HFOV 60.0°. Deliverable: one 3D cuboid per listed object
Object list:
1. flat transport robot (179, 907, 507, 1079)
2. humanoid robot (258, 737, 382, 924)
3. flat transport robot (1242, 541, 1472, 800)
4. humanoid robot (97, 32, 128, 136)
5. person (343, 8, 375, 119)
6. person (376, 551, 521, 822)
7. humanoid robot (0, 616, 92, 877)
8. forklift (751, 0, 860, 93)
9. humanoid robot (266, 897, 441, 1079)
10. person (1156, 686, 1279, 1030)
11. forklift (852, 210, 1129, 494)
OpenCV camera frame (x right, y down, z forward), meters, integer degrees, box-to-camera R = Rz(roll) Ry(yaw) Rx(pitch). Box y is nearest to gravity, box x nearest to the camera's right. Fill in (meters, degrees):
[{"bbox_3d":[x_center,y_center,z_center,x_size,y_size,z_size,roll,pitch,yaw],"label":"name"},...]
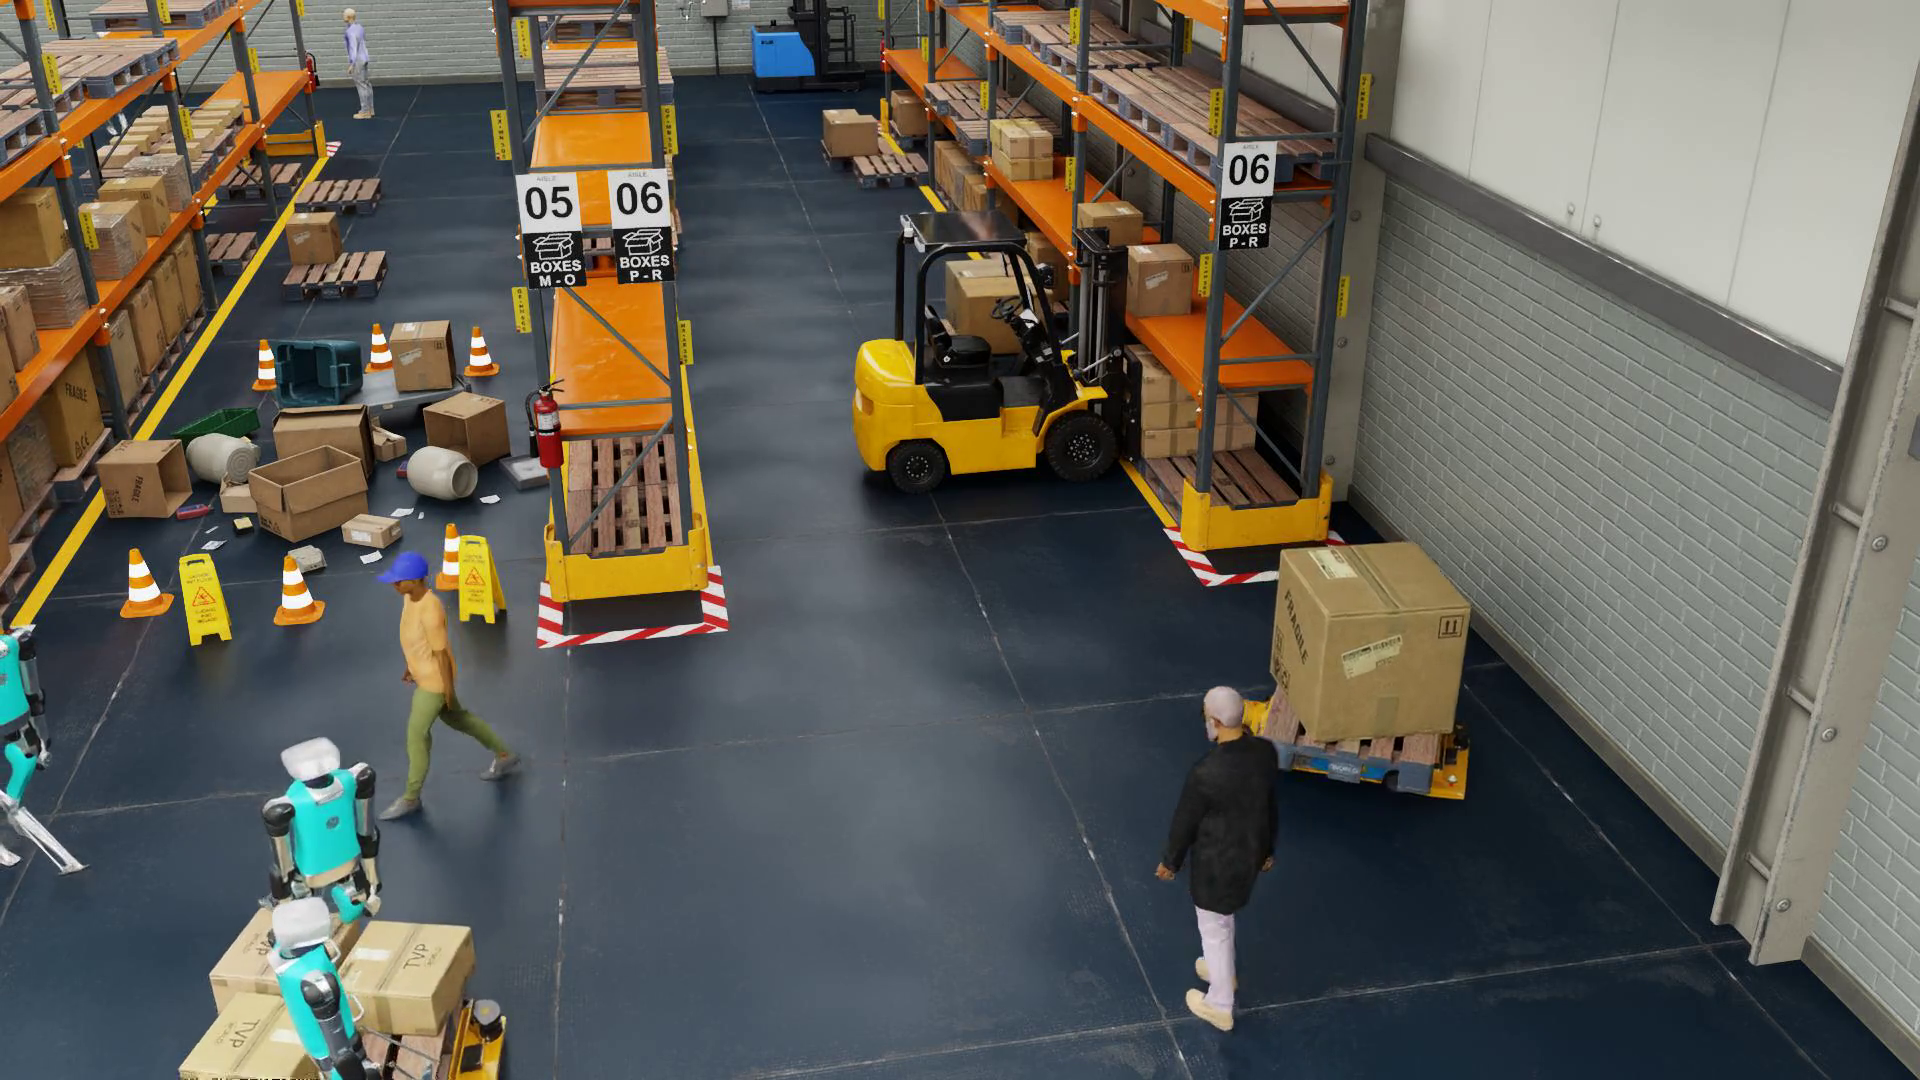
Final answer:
[{"bbox_3d":[-2.920,2.528,7.864,1.431,0.231,0.659,-3,26,-7],"label":"flat transport robot"},{"bbox_3d":[-3.099,1.666,7.964,0.756,1.776,0.552,21,33,37],"label":"humanoid robot"},{"bbox_3d":[2.458,1.276,10.471,1.431,0.231,0.659,8,27,16],"label":"flat transport robot"},{"bbox_3d":[-13.617,-7.274,26.639,0.540,1.775,1.027,-23,34,-39],"label":"humanoid robot"},{"bbox_3d":[-10.176,-8.068,28.164,0.395,1.799,0.586,0,26,0],"label":"person"},{"bbox_3d":[-3.093,0.802,9.829,0.880,1.675,0.457,-14,29,-27],"label":"person"},{"bbox_3d":[-5.288,1.134,9.061,1.004,1.721,0.545,12,28,24],"label":"humanoid robot"},{"bbox_3d":[-2.872,-9.679,30.288,1.873,2.768,1.129,-5,26,-10],"label":"forklift"},{"bbox_3d":[-2.383,2.204,6.899,0.671,1.843,0.531,-19,31,-34],"label":"humanoid robot"},{"bbox_3d":[1.244,1.530,8.133,0.555,1.829,0.581,-18,31,-33],"label":"person"},{"bbox_3d":[0.216,-1.659,14.366,2.313,2.155,1.214,-5,26,-10],"label":"forklift"}]
